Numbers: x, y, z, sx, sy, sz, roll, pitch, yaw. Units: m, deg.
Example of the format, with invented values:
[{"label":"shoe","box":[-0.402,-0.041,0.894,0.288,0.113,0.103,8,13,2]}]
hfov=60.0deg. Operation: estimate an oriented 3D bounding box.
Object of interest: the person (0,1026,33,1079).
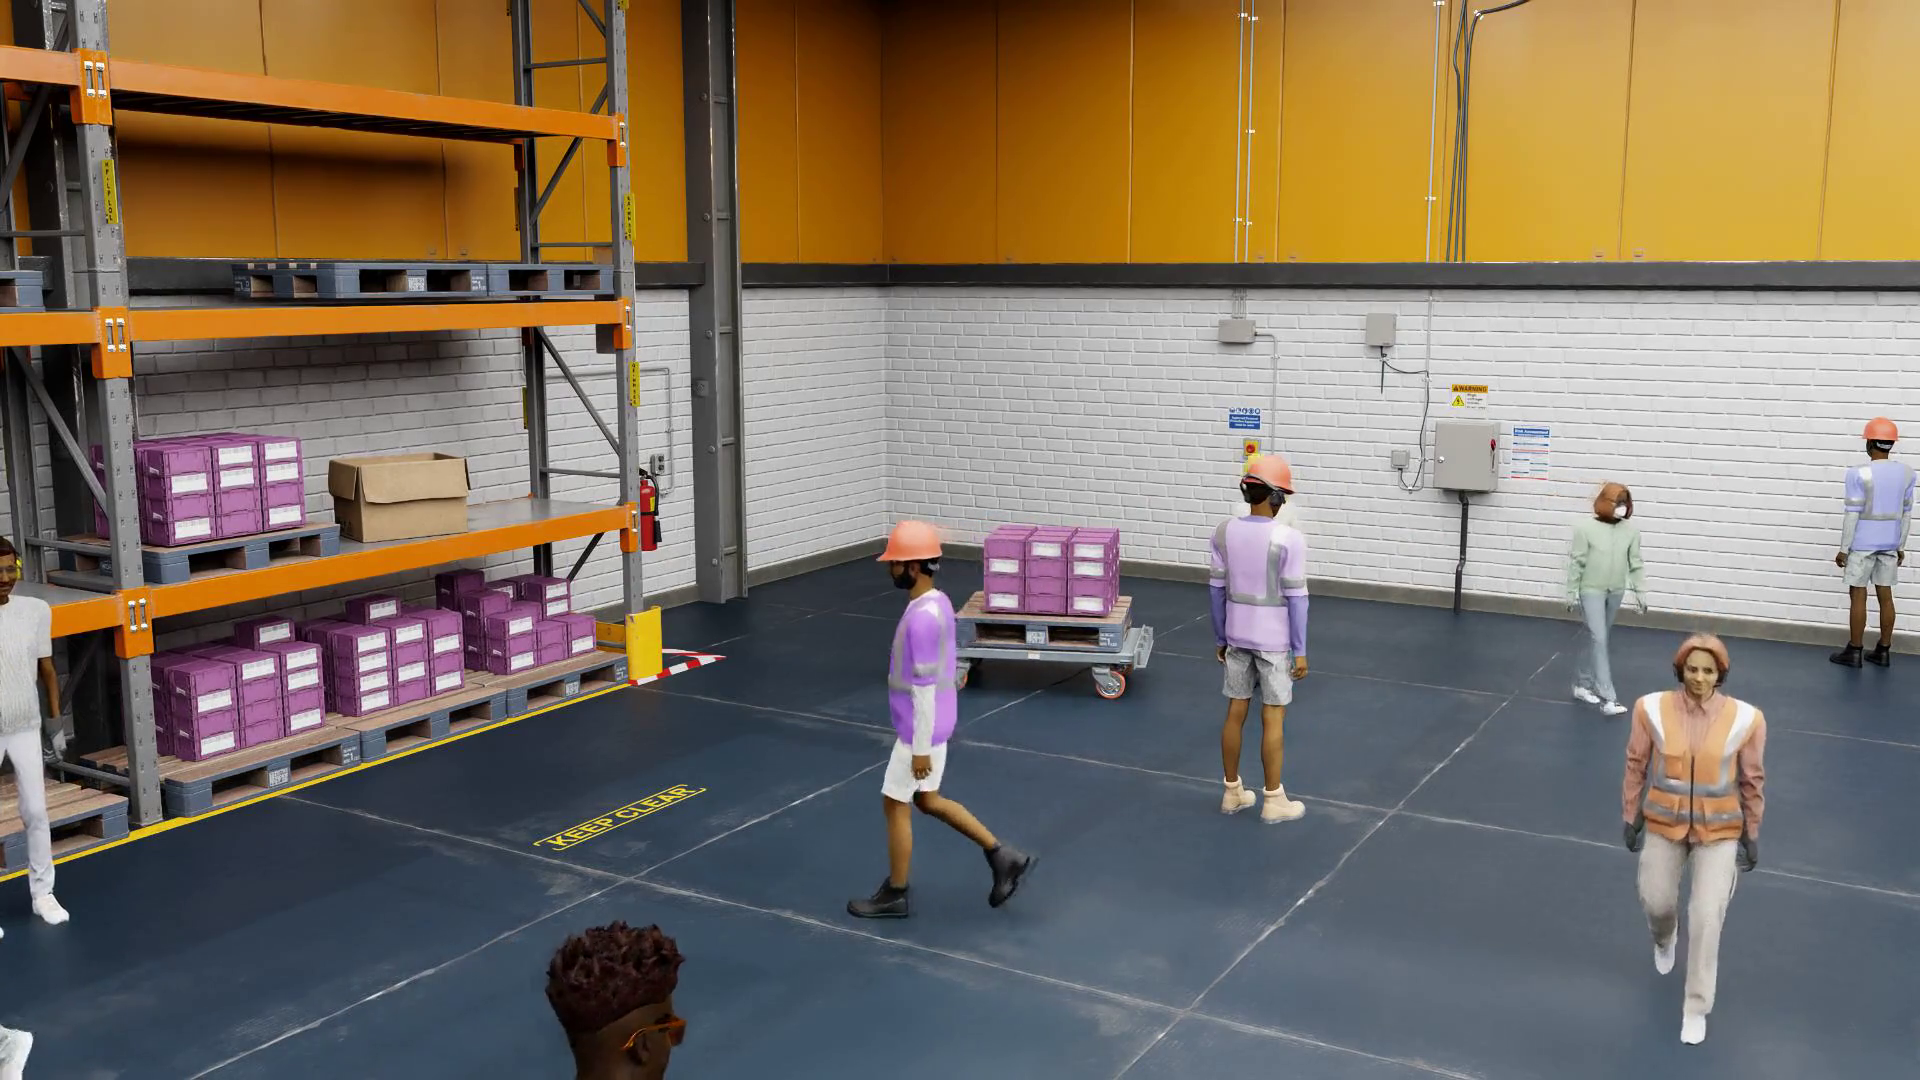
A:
[{"label":"person","box":[-3.485,1.281,5.608,0.480,1.721,0.727,4,10,21]}]

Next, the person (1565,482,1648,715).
[{"label":"person","box":[4.496,0.404,11.462,0.517,1.589,0.838,-2,9,-13]}]

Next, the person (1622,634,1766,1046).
[{"label":"person","box":[2.965,1.156,6.739,0.522,1.622,0.610,5,10,28]}]

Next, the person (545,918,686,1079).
[{"label":"person","box":[-0.664,1.631,2.911,0.993,1.889,0.671,-6,11,-33]}]

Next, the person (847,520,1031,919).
[{"label":"person","box":[-0.107,0.852,7.731,0.786,1.913,0.549,1,9,7]}]

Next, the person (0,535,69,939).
[{"label":"person","box":[-4.391,0.891,7.637,0.519,1.860,0.320,-9,13,-44]}]

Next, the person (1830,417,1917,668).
[{"label":"person","box":[7.016,0.021,12.807,0.552,1.937,0.356,-1,9,-7]}]

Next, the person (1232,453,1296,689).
[{"label":"person","box":[2.181,0.251,11.979,0.552,1.748,0.363,-2,9,-15]}]

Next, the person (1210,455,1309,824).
[{"label":"person","box":[1.674,0.548,9.228,0.604,2.034,0.386,8,12,42]}]
